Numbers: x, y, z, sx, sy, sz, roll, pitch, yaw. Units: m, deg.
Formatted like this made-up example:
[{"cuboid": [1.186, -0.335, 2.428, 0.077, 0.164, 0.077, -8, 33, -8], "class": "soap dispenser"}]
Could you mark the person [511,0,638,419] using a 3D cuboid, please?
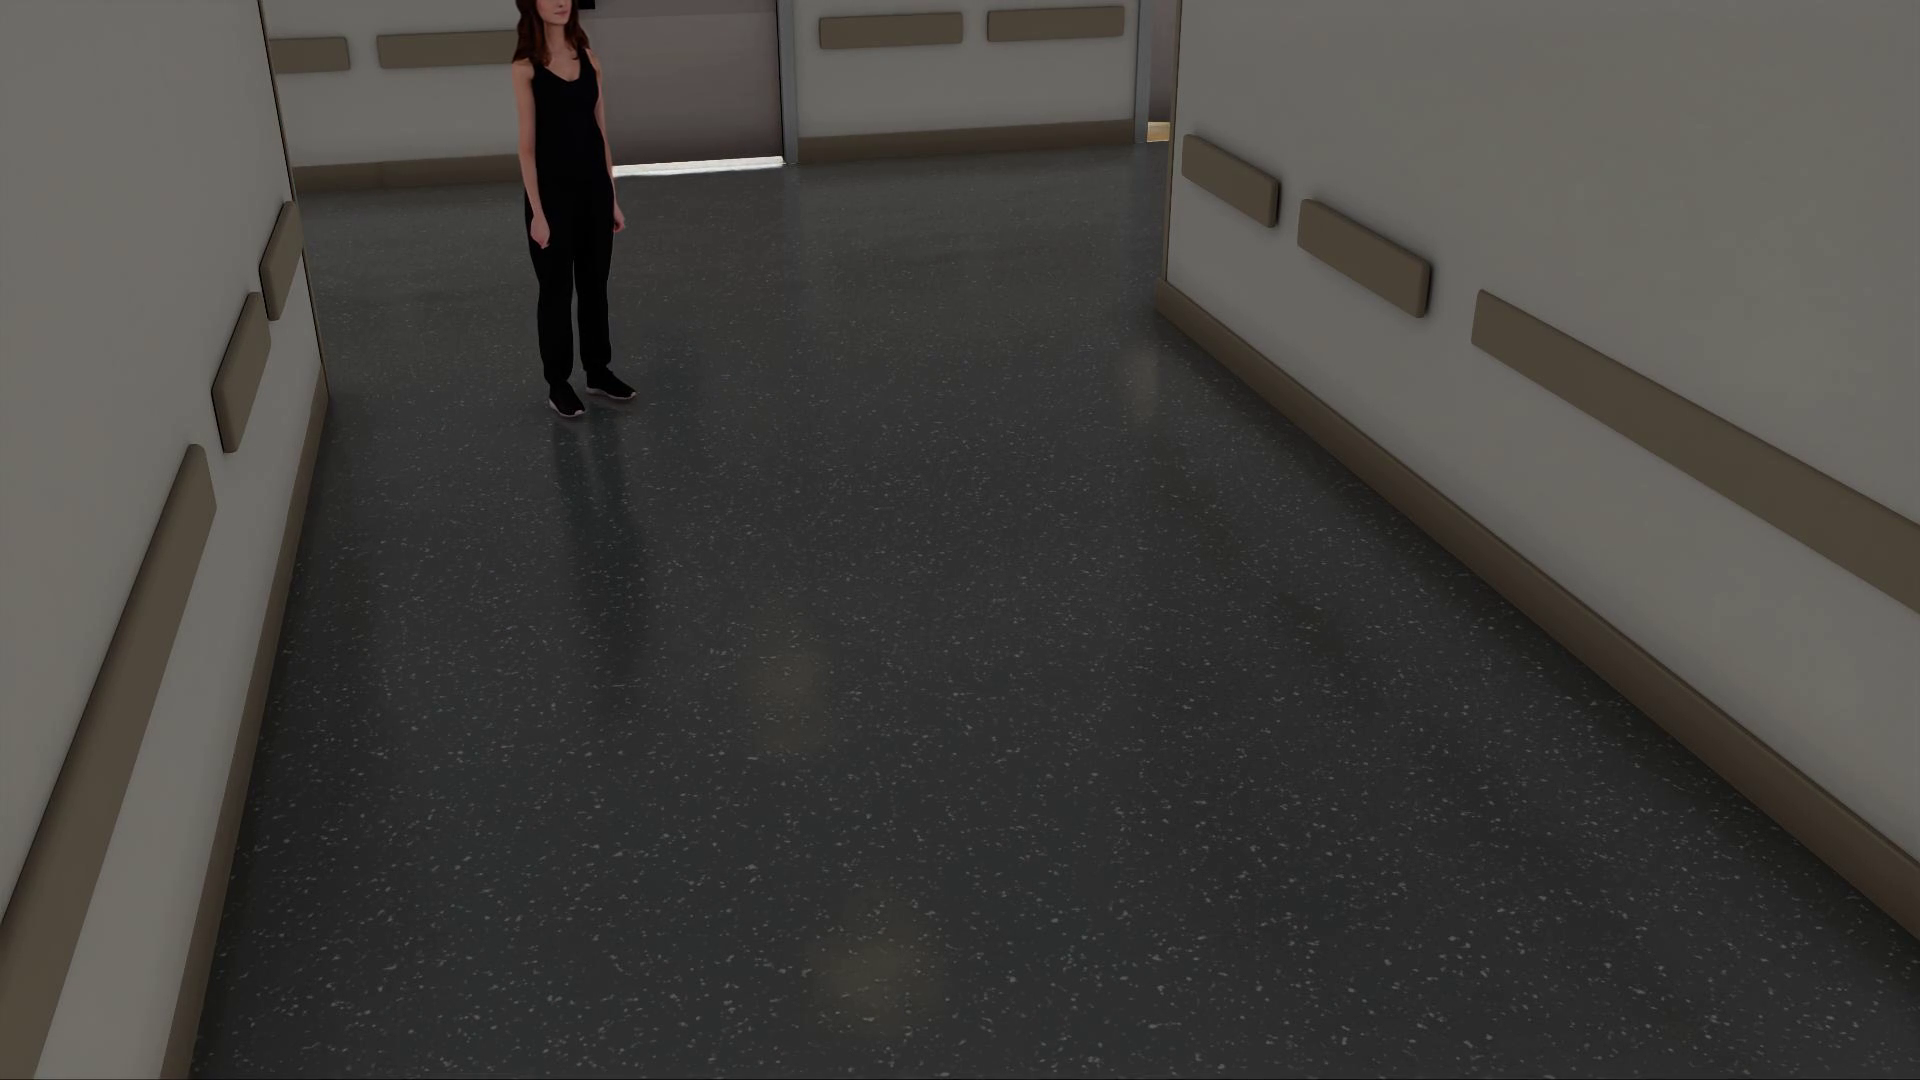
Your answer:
[{"cuboid": [-1.546, -1.363, 6.529, 0.718, 1.748, 0.626, 21, 33, 37], "class": "person"}]
